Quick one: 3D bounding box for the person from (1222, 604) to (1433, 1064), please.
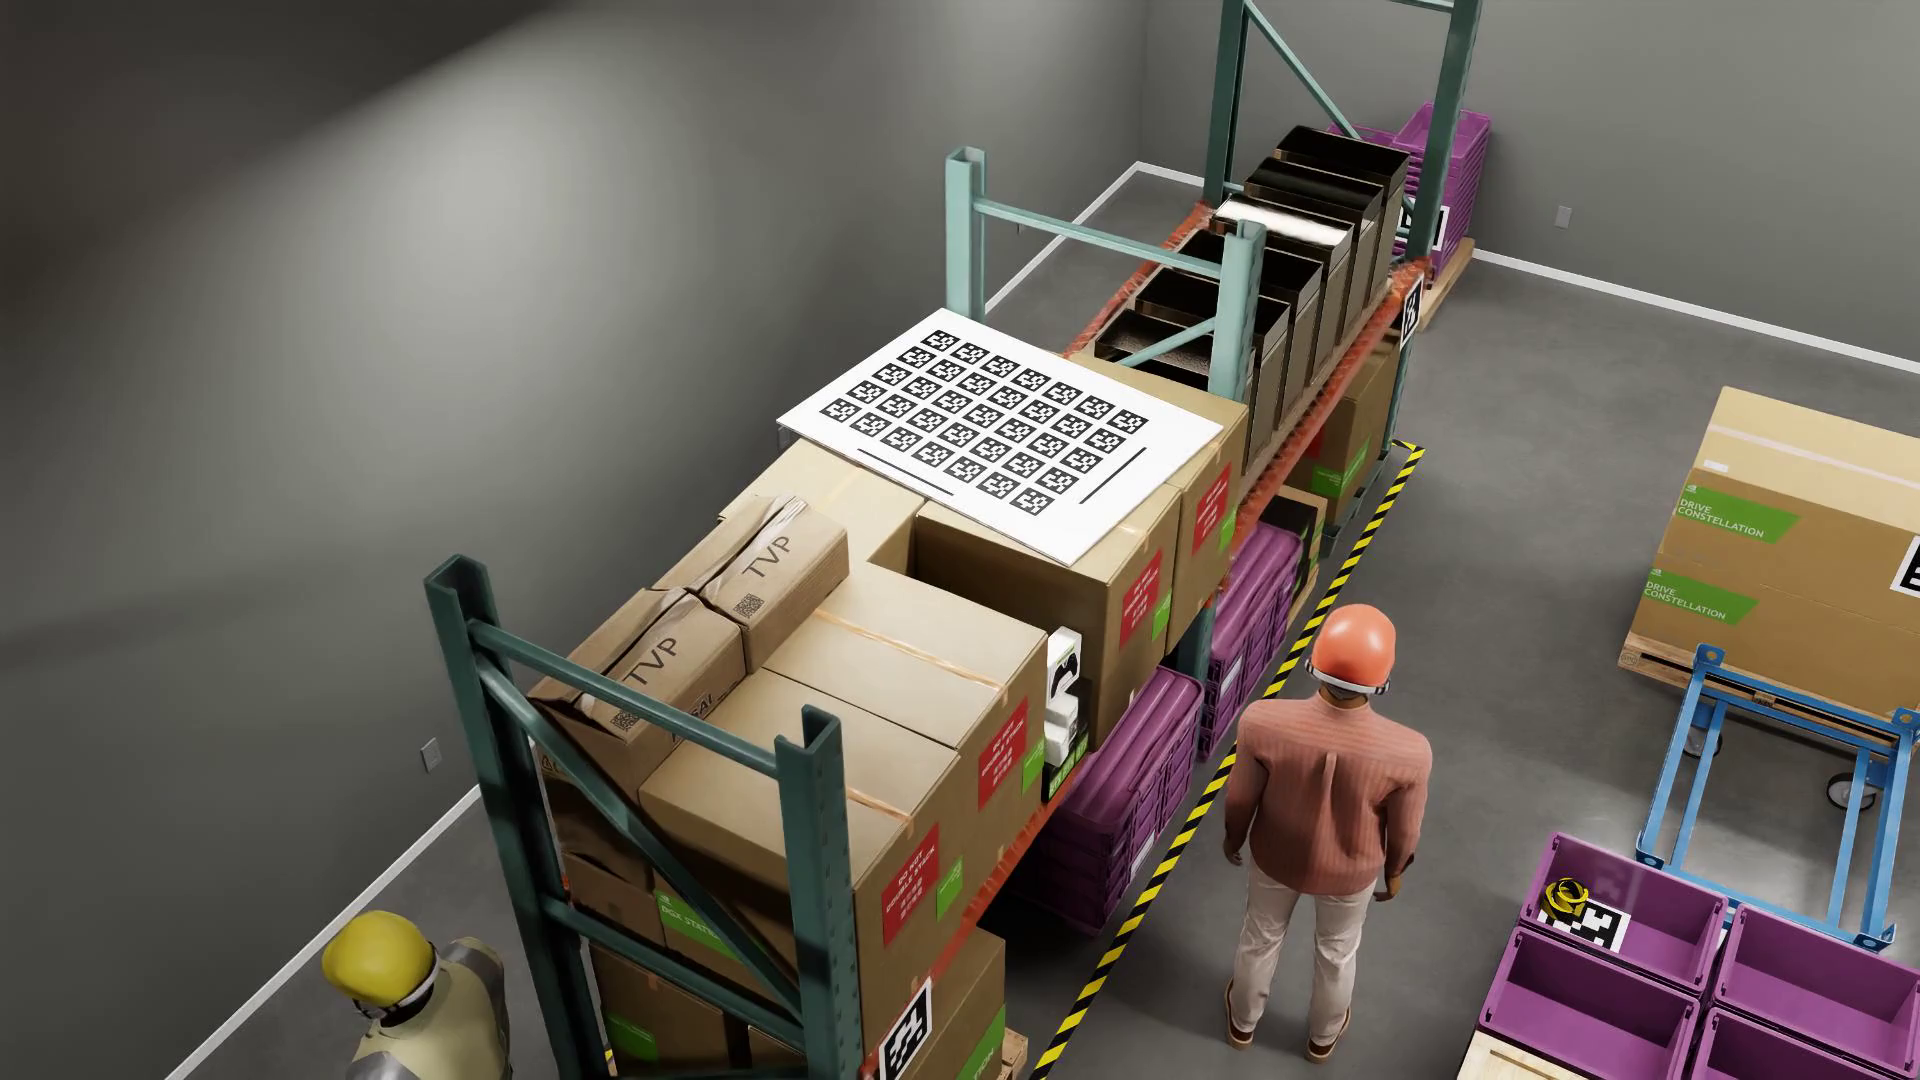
[{"bbox_3d":[1.148,0.987,5.376,0.611,1.996,0.378,11,41,12],"label":"person"}]

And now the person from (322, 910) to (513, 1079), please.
[{"bbox_3d":[-1.460,1.647,4.713,0.404,1.836,0.586,11,41,13],"label":"person"}]
